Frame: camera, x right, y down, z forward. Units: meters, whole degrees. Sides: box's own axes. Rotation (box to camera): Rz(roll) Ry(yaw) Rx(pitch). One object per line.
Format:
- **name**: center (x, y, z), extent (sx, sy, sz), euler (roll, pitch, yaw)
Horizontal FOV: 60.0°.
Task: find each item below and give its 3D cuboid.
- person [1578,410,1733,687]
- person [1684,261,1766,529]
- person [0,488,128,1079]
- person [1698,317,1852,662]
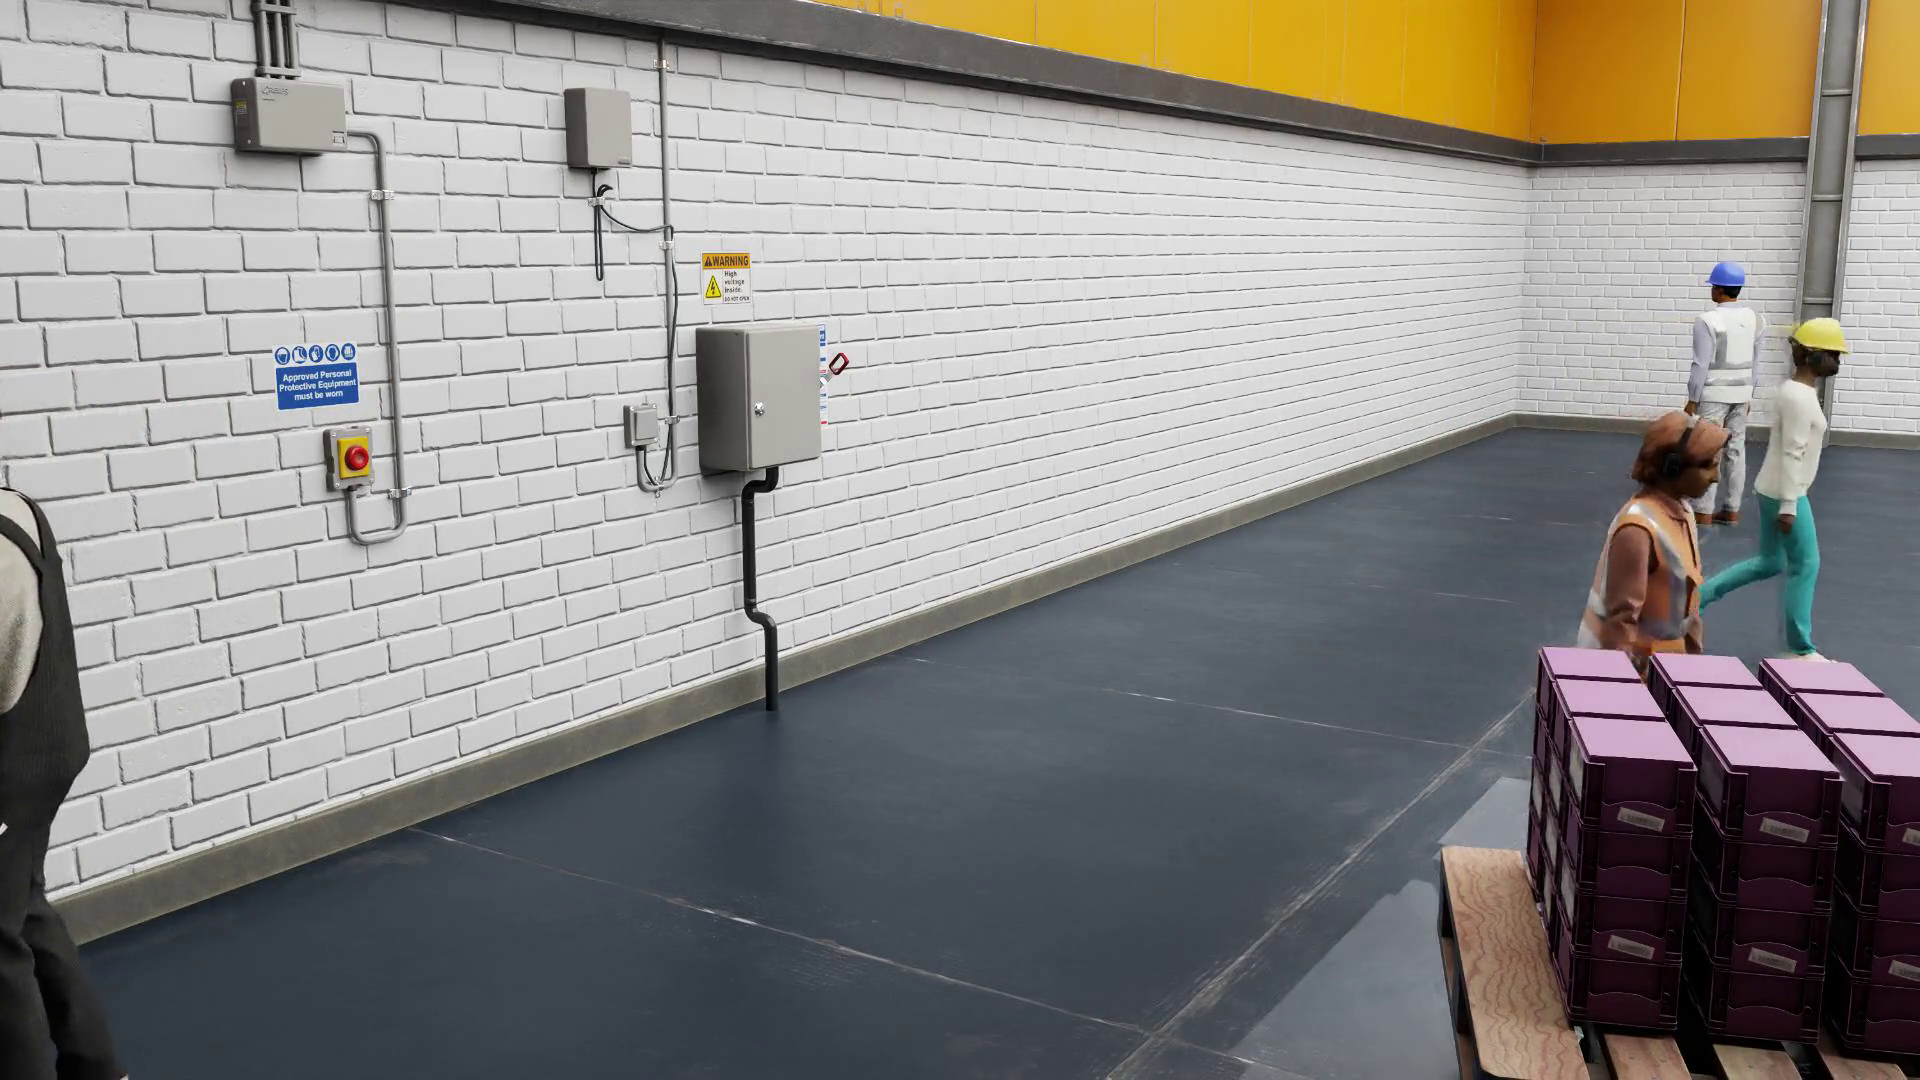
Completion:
- **person**: center (1.988, 0.429, 4.839), extent (0.473, 1.620, 0.572), euler (6, 12, 29)
- **person**: center (5.548, -1.049, 12.129), extent (0.607, 1.951, 0.380), euler (-4, 11, -21)
- **person**: center (-2.115, 0.536, 3.651), extent (0.384, 1.836, 0.548), euler (-2, 10, -11)
- **person**: center (4.012, -0.237, 8.230), extent (0.738, 1.734, 0.547), euler (4, 11, 22)
